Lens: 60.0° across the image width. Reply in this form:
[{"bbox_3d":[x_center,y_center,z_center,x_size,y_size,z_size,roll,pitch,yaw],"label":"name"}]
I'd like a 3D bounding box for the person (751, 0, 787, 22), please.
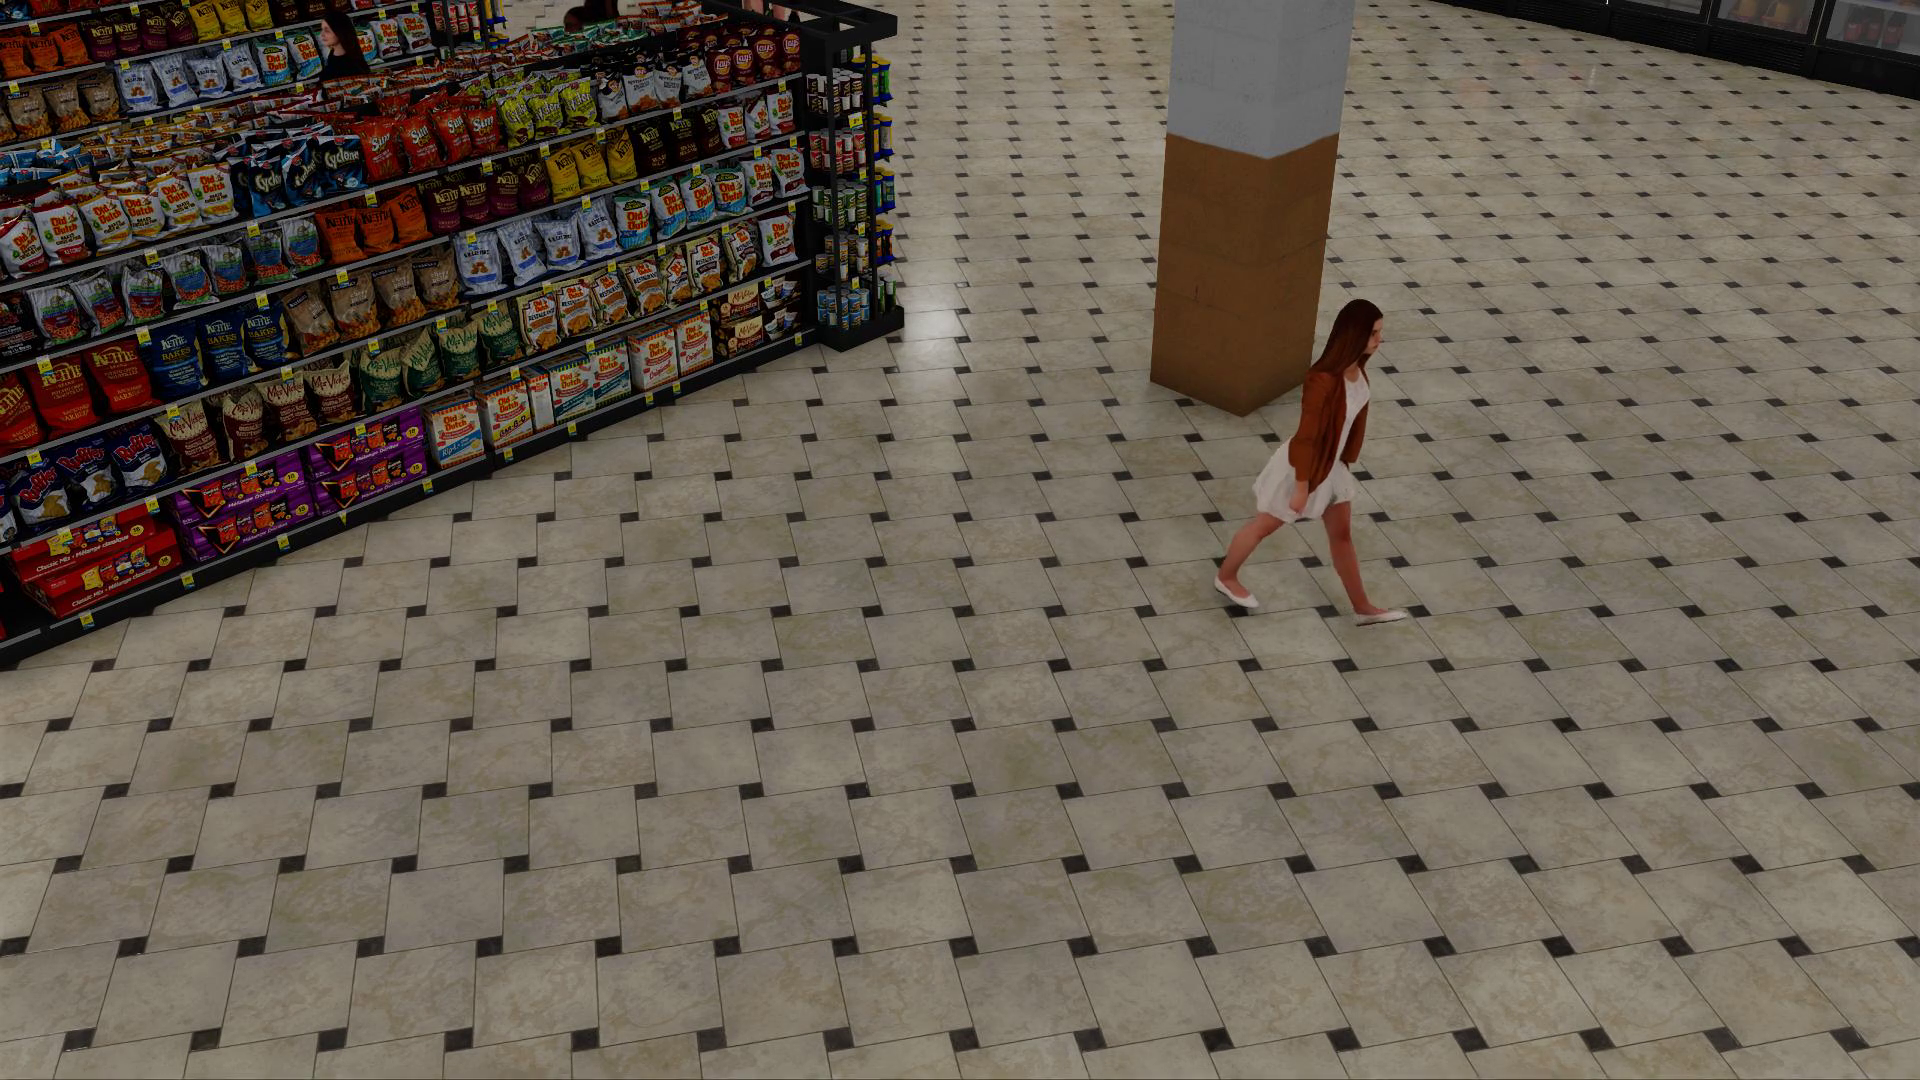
[{"bbox_3d":[-1.761,-5.170,15.273,0.595,1.750,0.701,-9,33,-14],"label":"person"}]

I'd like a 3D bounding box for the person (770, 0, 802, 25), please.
[{"bbox_3d":[-1.810,-6.121,16.696,0.755,1.861,0.701,14,34,21],"label":"person"}]

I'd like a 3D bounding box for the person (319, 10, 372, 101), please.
[{"bbox_3d":[-4.258,-2.915,11.753,0.622,1.639,0.605,23,39,32],"label":"person"}]

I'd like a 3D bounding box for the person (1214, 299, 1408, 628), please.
[{"bbox_3d":[1.532,-0.341,7.606,0.768,1.650,1.113,23,39,33],"label":"person"}]
